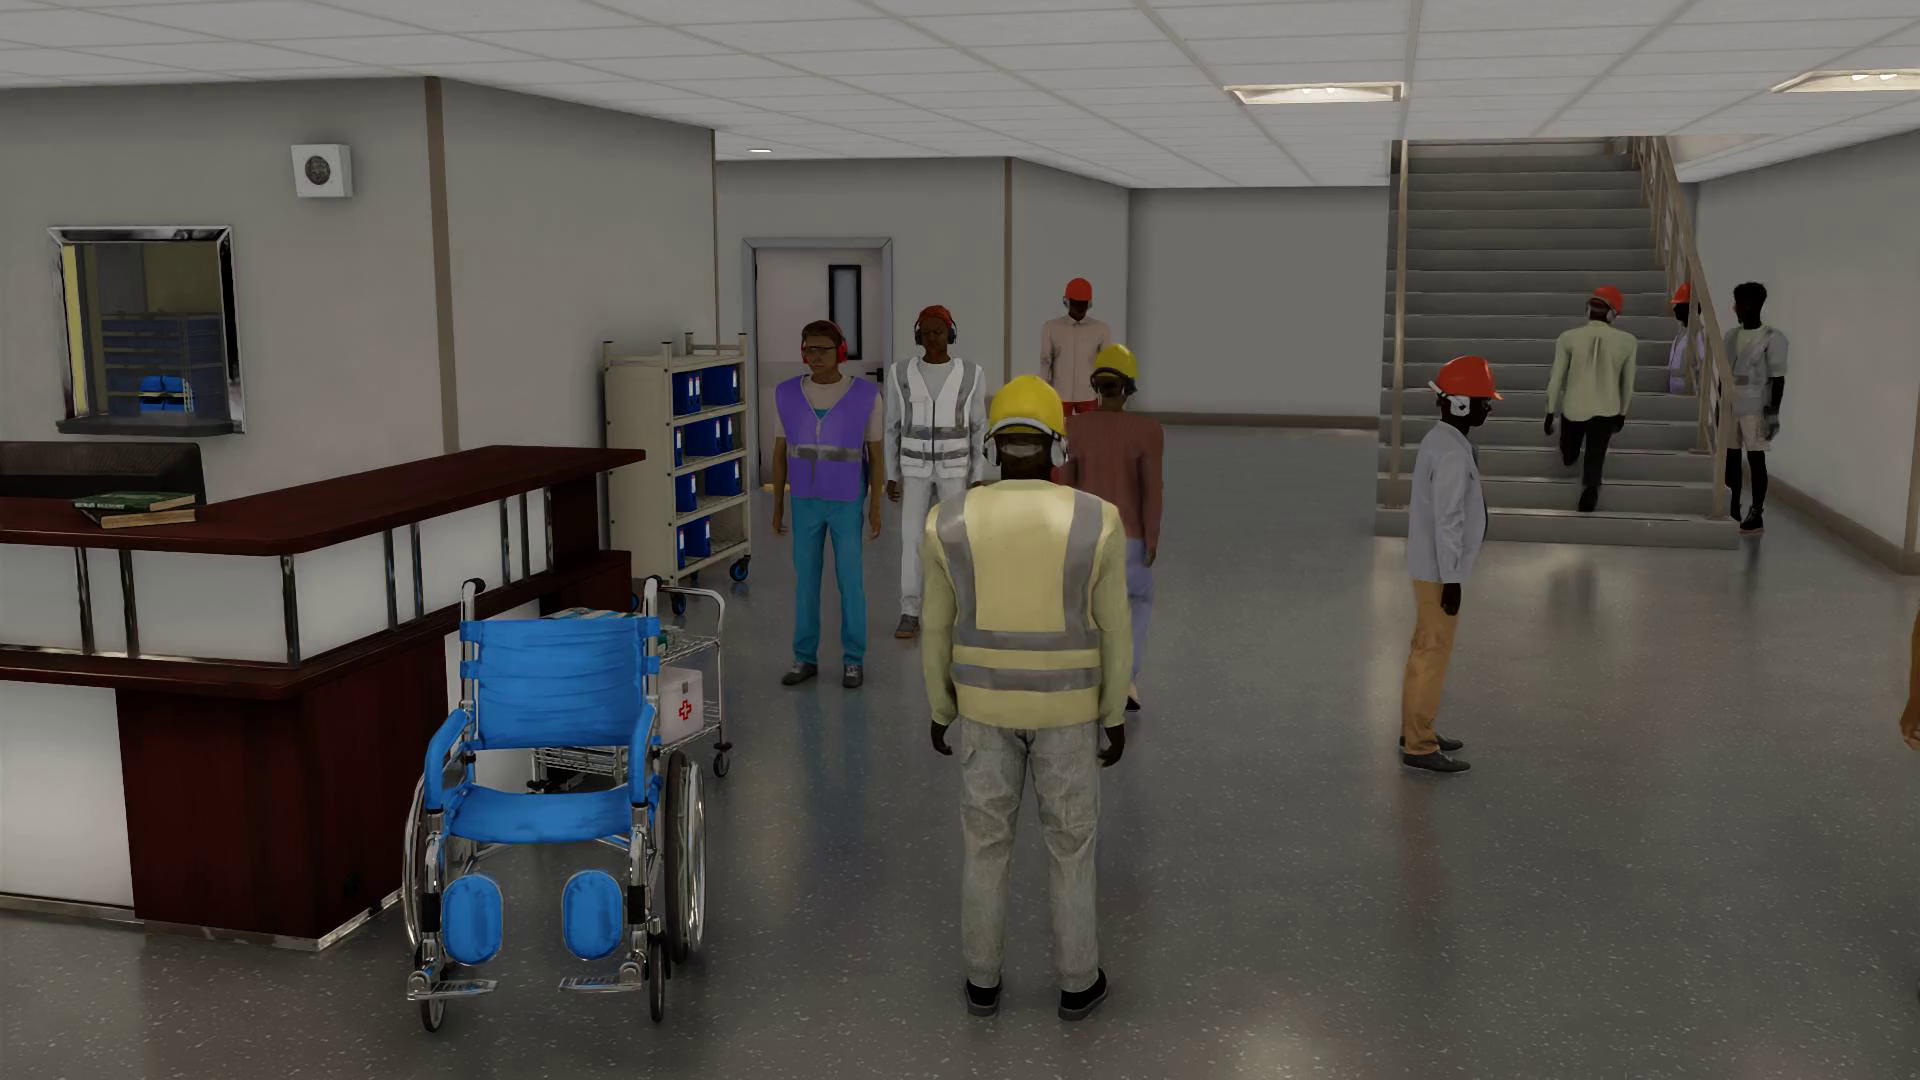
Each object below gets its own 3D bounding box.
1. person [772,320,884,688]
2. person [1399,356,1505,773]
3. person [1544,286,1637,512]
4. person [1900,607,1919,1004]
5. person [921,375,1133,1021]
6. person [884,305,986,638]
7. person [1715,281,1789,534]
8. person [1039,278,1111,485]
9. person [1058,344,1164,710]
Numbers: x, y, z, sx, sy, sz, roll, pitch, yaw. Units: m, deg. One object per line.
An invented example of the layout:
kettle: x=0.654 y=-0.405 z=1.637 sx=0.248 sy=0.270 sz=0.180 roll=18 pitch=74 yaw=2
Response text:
person: x=-0.662 y=-0.182 z=8.363 sx=0.570 sy=1.843 sz=0.372 roll=2 pitch=10 yaw=11
person: x=2.072 y=0.098 z=7.017 sx=0.361 sy=1.742 sz=0.563 roll=2 pitch=10 yaw=12
person: x=4.930 y=-1.017 z=13.048 sx=0.659 sy=1.917 sz=1.033 roll=3 pitch=10 yaw=19
person: x=2.921 y=0.464 z=4.588 sx=0.531 sy=1.830 sz=0.451 roll=4 pitch=11 yaw=23
person: x=0.192 y=0.452 z=4.681 sx=0.588 sy=1.827 sz=0.403 roll=2 pitch=10 yaw=10
person: x=-0.141 y=-0.376 z=9.393 sx=0.573 sy=1.883 sz=0.356 roll=0 pitch=10 yaw=2
person: x=6.178 y=-1.027 z=13.017 sx=0.366 sy=1.960 sz=0.697 roll=-3 pitch=10 yaw=-19
person: x=0.988 y=-1.237 z=14.201 sx=0.631 sy=1.982 sz=0.428 roll=0 pitch=10 yaw=-1
person: x=0.700 y=-0.037 z=7.801 sx=0.525 sy=1.755 sz=0.369 roll=3 pitch=10 yaw=19
